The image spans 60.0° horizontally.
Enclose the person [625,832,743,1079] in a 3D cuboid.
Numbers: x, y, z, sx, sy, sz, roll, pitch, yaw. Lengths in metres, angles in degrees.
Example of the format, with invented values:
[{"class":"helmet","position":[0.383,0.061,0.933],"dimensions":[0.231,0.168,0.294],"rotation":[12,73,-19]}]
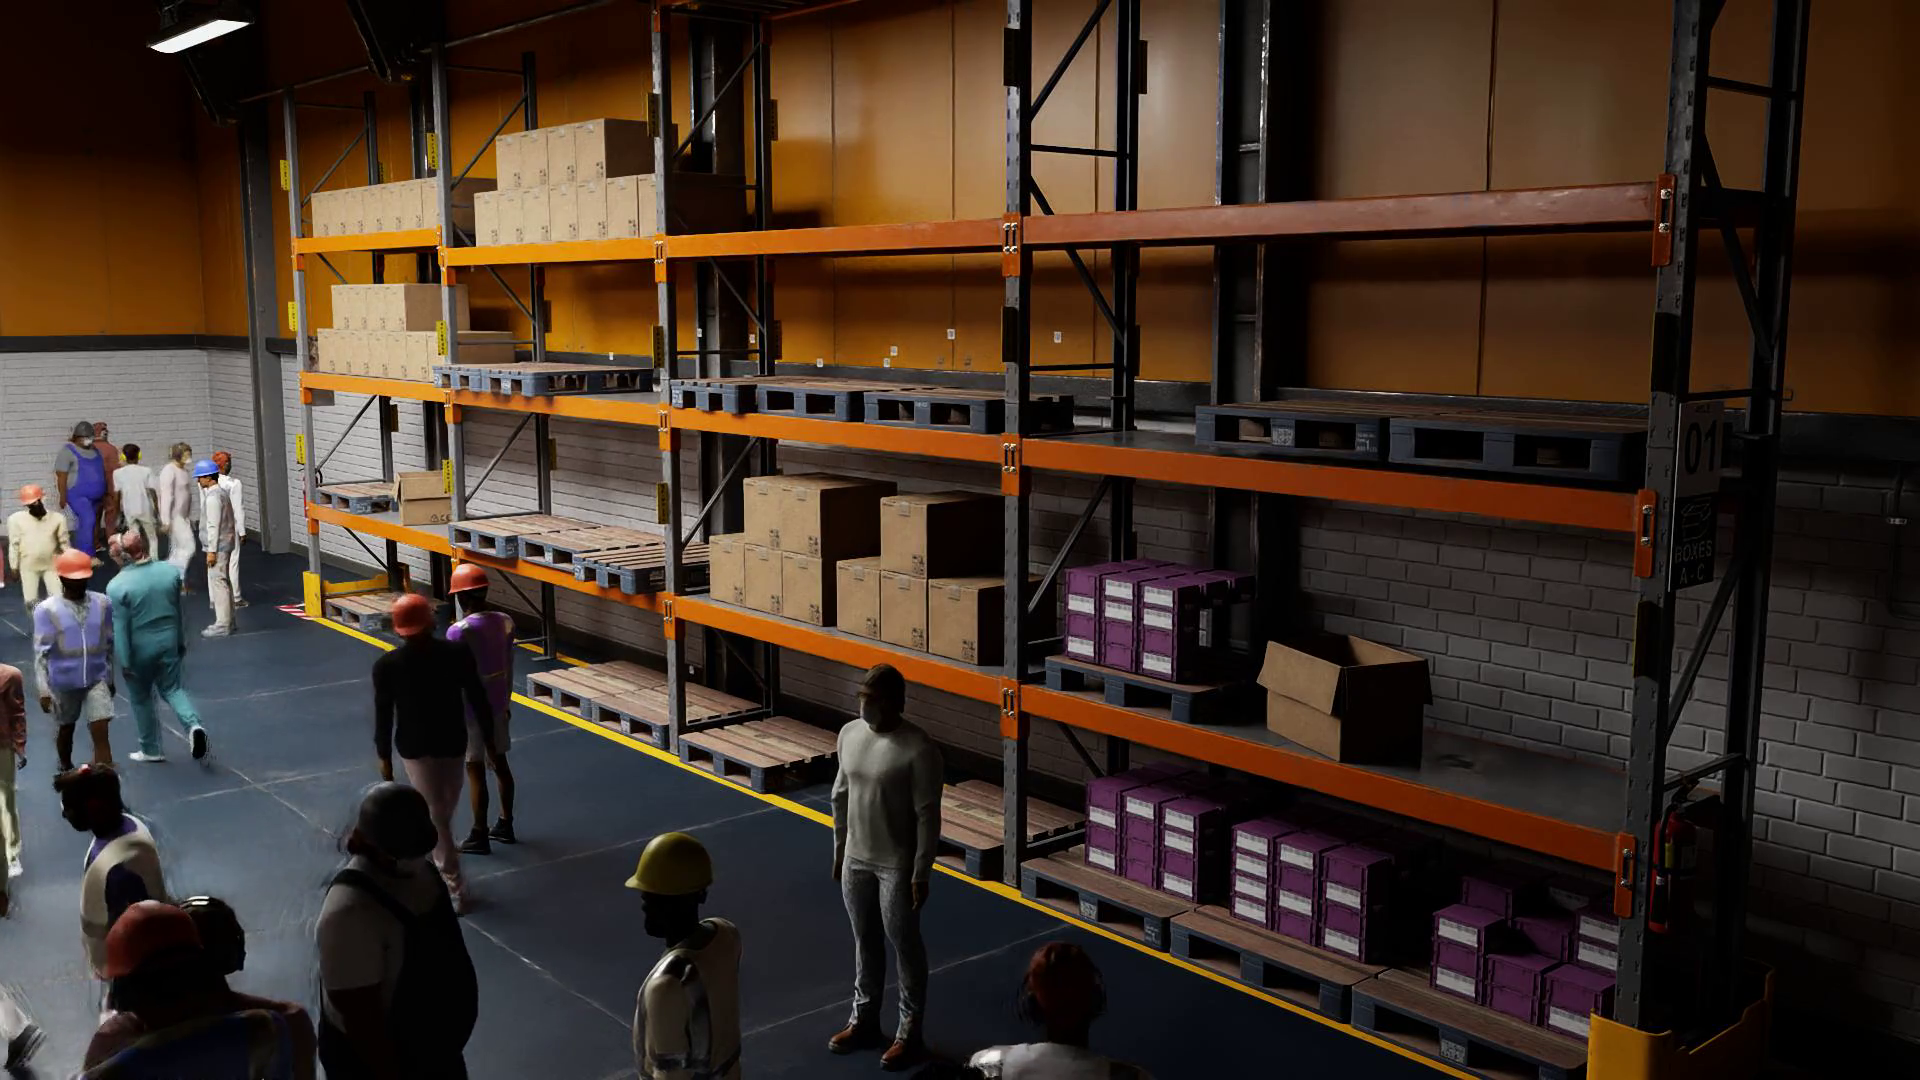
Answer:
[{"class":"person","position":[-0.908,1.905,5.497],"dimensions":[0.369,1.928,0.585],"rotation":[2,8,11]}]

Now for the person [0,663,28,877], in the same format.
[{"class":"person","position":[-6.154,1.334,10.482],"dimensions":[0.499,1.633,0.279],"rotation":[-3,9,-21]}]

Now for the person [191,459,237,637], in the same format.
[{"class":"person","position":[-8.132,0.078,18.179],"dimensions":[0.419,1.933,0.622],"rotation":[-2,9,-17]}]

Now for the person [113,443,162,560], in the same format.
[{"class":"person","position":[-10.483,-0.315,21.219],"dimensions":[0.549,1.846,0.466],"rotation":[-2,9,-16]}]

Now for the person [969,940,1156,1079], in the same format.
[{"class":"person","position":[0.327,2.054,4.712],"dimensions":[0.696,1.845,0.693],"rotation":[3,9,22]}]

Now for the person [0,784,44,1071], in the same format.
[{"class":"person","position":[-4.752,1.662,7.923],"dimensions":[0.833,1.719,0.551],"rotation":[2,8,11]}]

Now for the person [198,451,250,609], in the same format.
[{"class":"person","position":[-8.724,-0.112,19.712],"dimensions":[0.574,1.876,0.354],"rotation":[2,8,13]}]

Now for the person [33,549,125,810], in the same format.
[{"class":"person","position":[-6.356,0.997,11.982],"dimensions":[0.569,1.883,1.021],"rotation":[-8,11,-43]}]

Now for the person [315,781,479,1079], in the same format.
[{"class":"person","position":[-2.010,1.770,6.042],"dimensions":[0.850,2.000,0.761],"rotation":[1,8,5]}]

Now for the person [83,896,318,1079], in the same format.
[{"class":"person","position":[-2.185,1.988,4.884],"dimensions":[0.629,1.939,0.372],"rotation":[-2,8,-13]}]

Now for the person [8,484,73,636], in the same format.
[{"class":"person","position":[-9.753,0.250,17.664],"dimensions":[0.615,1.729,0.476],"rotation":[-6,10,-38]}]

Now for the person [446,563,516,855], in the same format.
[{"class":"person","position":[-3.187,1.111,11.003],"dimensions":[0.364,1.932,0.543],"rotation":[4,9,29]}]

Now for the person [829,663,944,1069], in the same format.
[{"class":"person","position":[-0.368,1.543,7.975],"dimensions":[0.631,1.940,0.372],"rotation":[6,10,36]}]

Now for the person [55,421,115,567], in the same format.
[{"class":"person","position":[-11.952,-0.649,22.854],"dimensions":[0.751,2.000,0.698],"rotation":[2,8,13]}]

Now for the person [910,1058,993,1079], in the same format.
[{"class":"person","position":[-0.018,2.152,3.786],"dimensions":[0.626,1.937,0.478],"rotation":[-3,9,-19]}]

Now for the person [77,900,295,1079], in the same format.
[{"class":"person","position":[-2.054,1.996,4.633],"dimensions":[0.846,2.004,0.608],"rotation":[-7,11,-40]}]

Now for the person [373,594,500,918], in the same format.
[{"class":"person","position":[-3.218,1.239,10.129],"dimensions":[0.686,1.940,0.963],"rotation":[-5,10,-33]}]

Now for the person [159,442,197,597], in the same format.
[{"class":"person","position":[-9.585,-0.246,20.488],"dimensions":[0.571,1.912,0.650],"rotation":[-1,8,-7]}]

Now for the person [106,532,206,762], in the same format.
[{"class":"person","position":[-6.290,0.856,12.981],"dimensions":[0.698,1.875,0.676],"rotation":[5,10,31]}]
